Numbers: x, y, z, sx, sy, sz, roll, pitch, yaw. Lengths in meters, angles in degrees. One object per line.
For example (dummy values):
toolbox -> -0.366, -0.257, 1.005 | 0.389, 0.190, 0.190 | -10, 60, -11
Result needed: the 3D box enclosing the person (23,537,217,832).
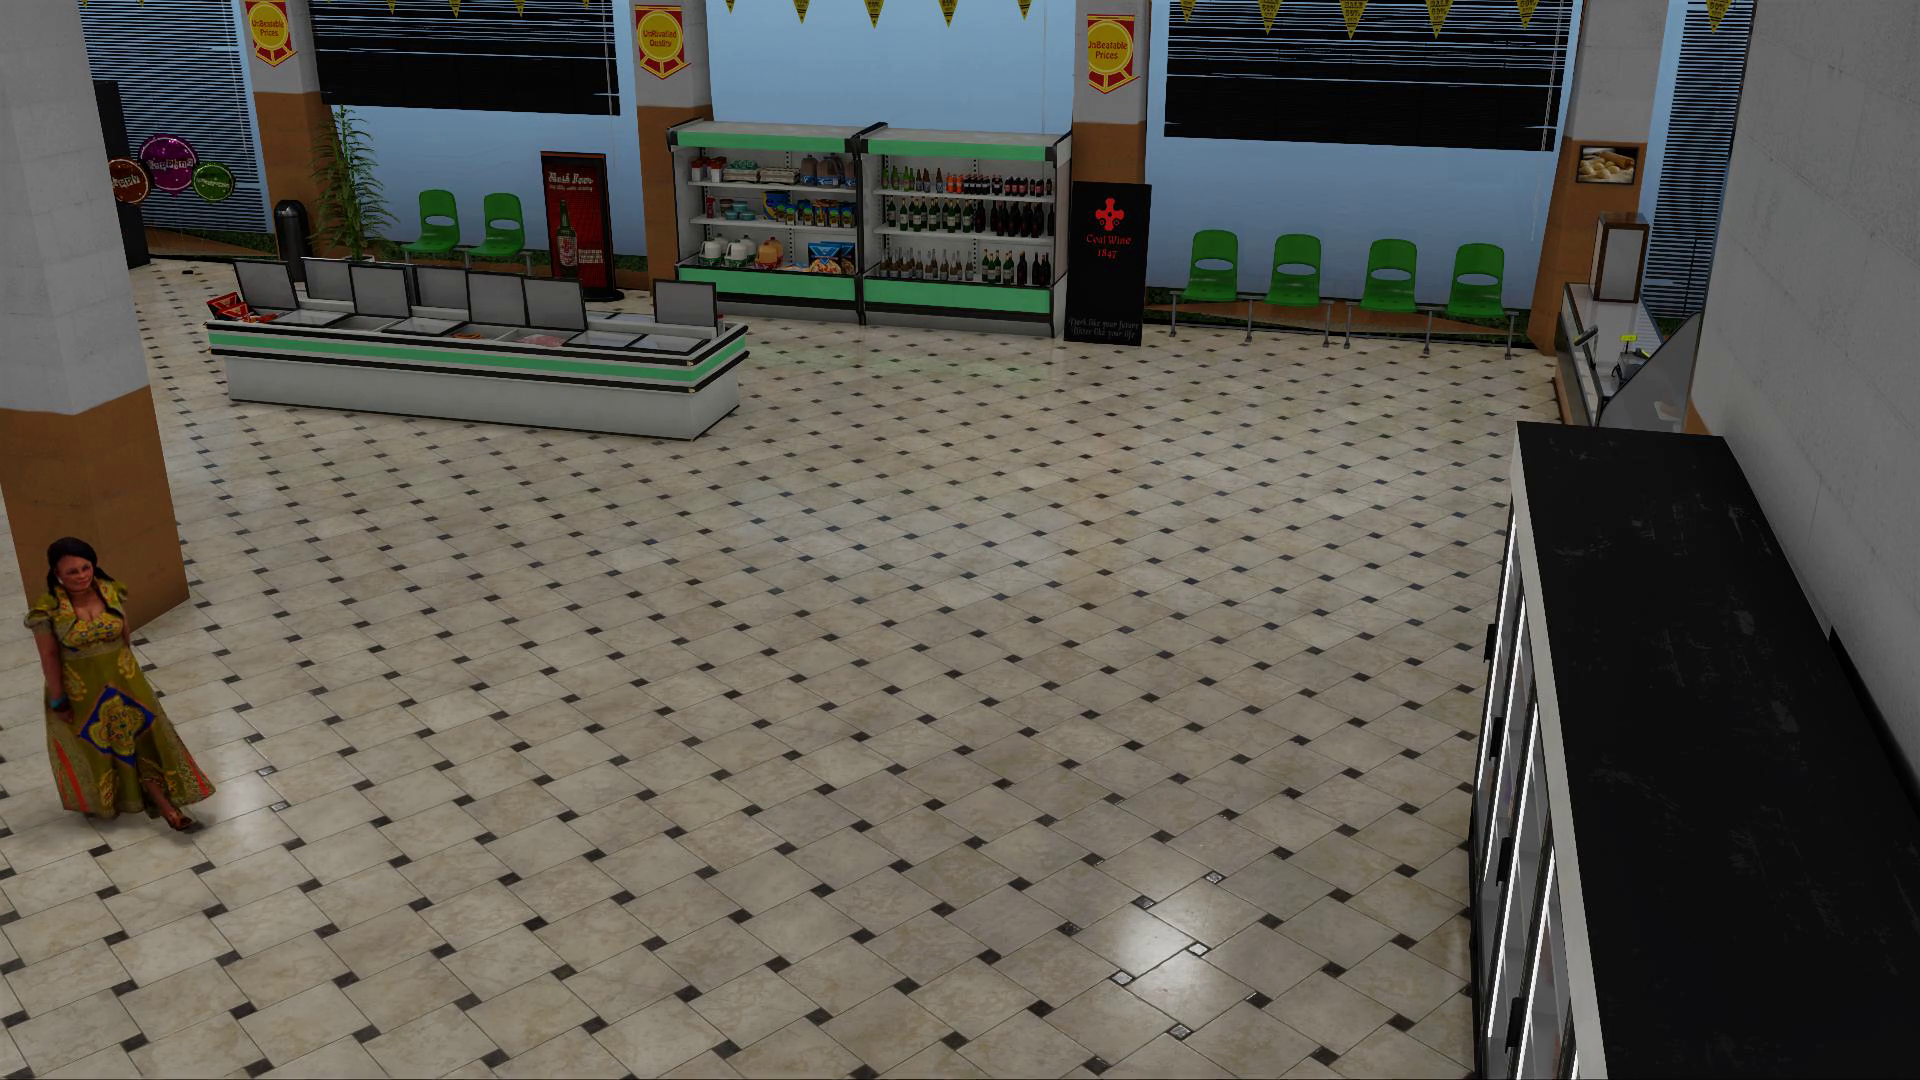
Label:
person -> -4.526, 0.741, 8.633 | 1.215, 1.627, 1.038 | 16, 27, 35
